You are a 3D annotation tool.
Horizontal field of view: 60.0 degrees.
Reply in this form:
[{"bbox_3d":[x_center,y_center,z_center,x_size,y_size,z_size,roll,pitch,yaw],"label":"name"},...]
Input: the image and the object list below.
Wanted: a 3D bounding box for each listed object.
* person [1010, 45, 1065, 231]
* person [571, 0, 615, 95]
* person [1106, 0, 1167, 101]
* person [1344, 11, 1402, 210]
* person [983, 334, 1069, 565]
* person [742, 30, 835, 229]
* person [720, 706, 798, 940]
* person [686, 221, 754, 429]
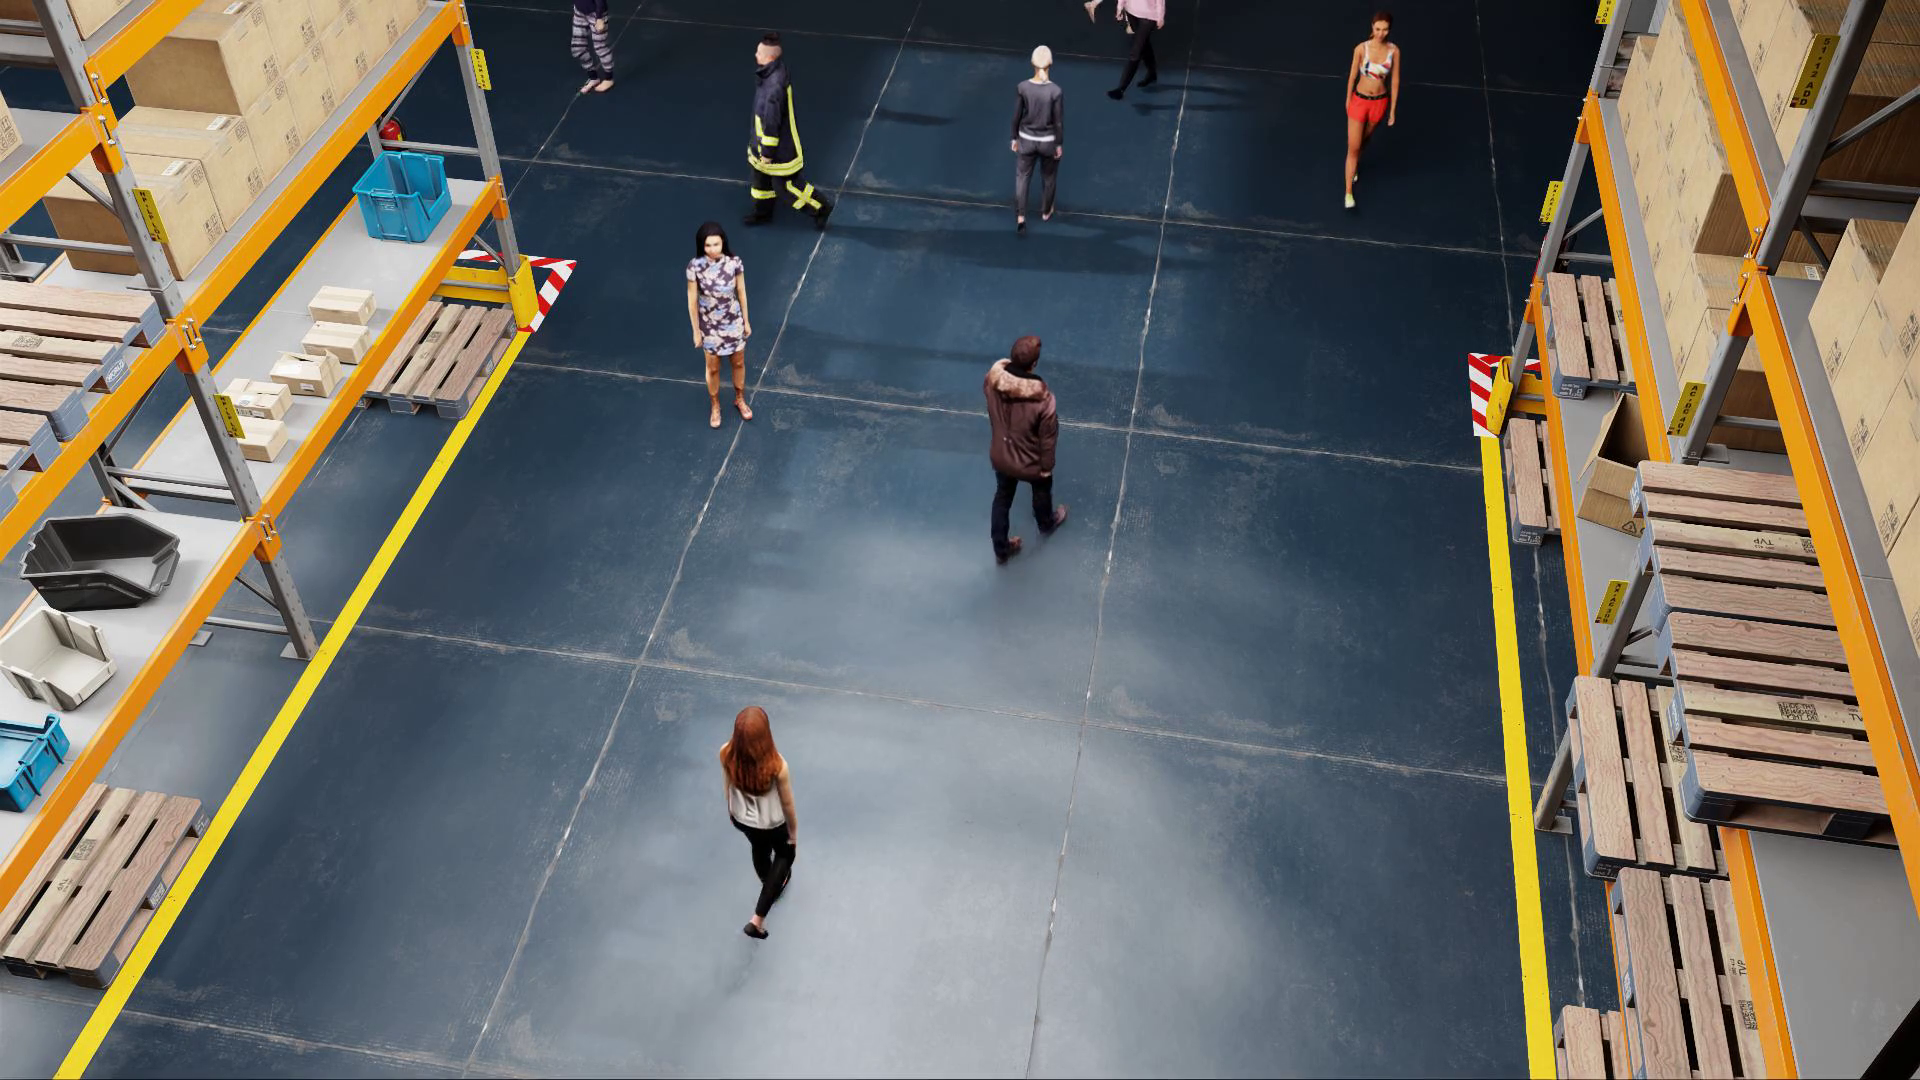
[{"bbox_3d":[0.662,-3.448,14.402,0.663,1.717,0.884,10,45,11],"label":"person"},{"bbox_3d":[-3.560,-5.219,16.257,0.739,1.723,0.760,23,48,23],"label":"person"},{"bbox_3d":[1.845,-5.167,16.252,1.107,1.654,1.003,-31,52,-28],"label":"person"},{"bbox_3d":[3.657,-3.918,14.877,0.628,1.744,1.137,4,44,4],"label":"person"},{"bbox_3d":[0.357,-0.553,11.288,0.998,1.820,1.106,27,50,25],"label":"person"},{"bbox_3d":[-1.515,-3.483,14.353,1.033,1.837,1.113,-7,44,-7],"label":"person"},{"bbox_3d":[-1.125,1.577,9.134,0.675,1.709,0.915,15,46,15],"label":"person"},{"bbox_3d":[-1.788,-1.622,12.474,0.665,1.732,0.663,-13,45,-14],"label":"person"}]
